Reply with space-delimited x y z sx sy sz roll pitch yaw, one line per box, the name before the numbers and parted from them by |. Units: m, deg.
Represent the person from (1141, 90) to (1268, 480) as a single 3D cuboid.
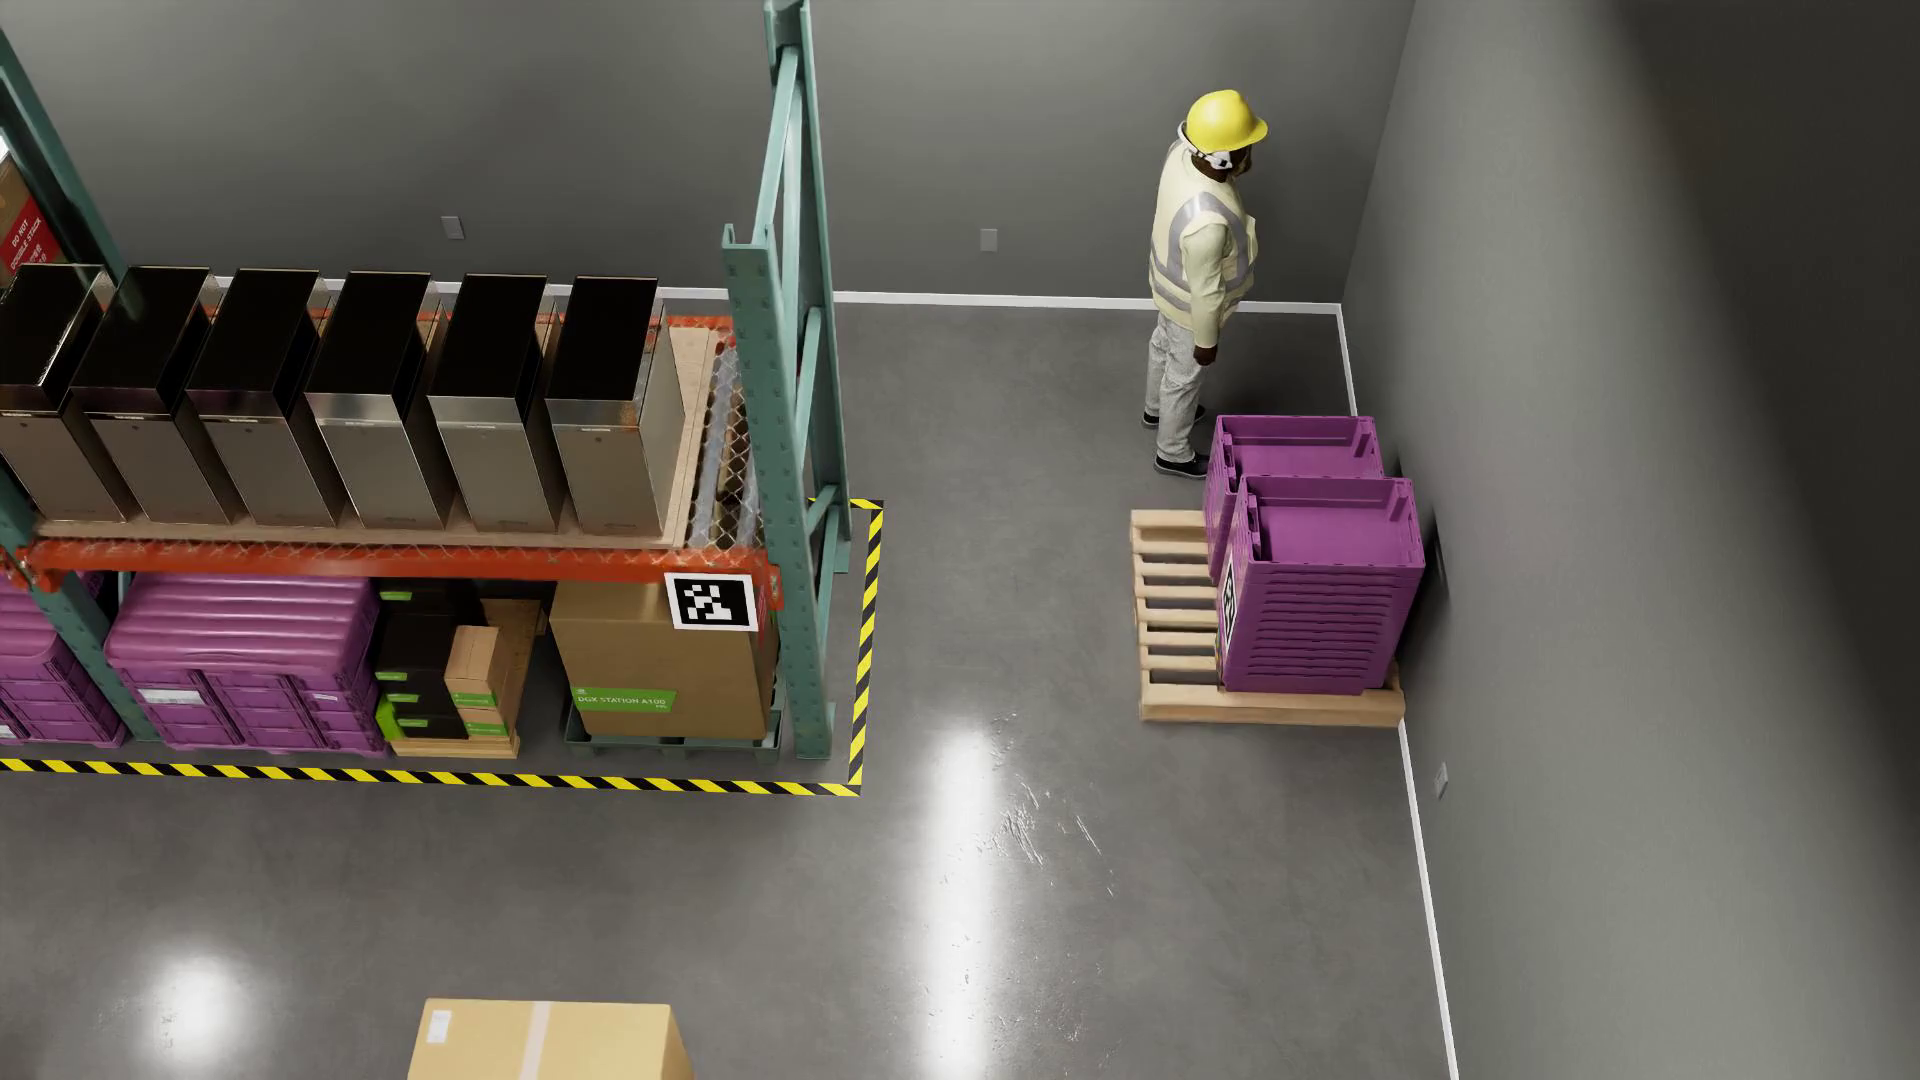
person | 0.938 -0.986 6.533 0.403 1.837 0.590 -4 52 -3
